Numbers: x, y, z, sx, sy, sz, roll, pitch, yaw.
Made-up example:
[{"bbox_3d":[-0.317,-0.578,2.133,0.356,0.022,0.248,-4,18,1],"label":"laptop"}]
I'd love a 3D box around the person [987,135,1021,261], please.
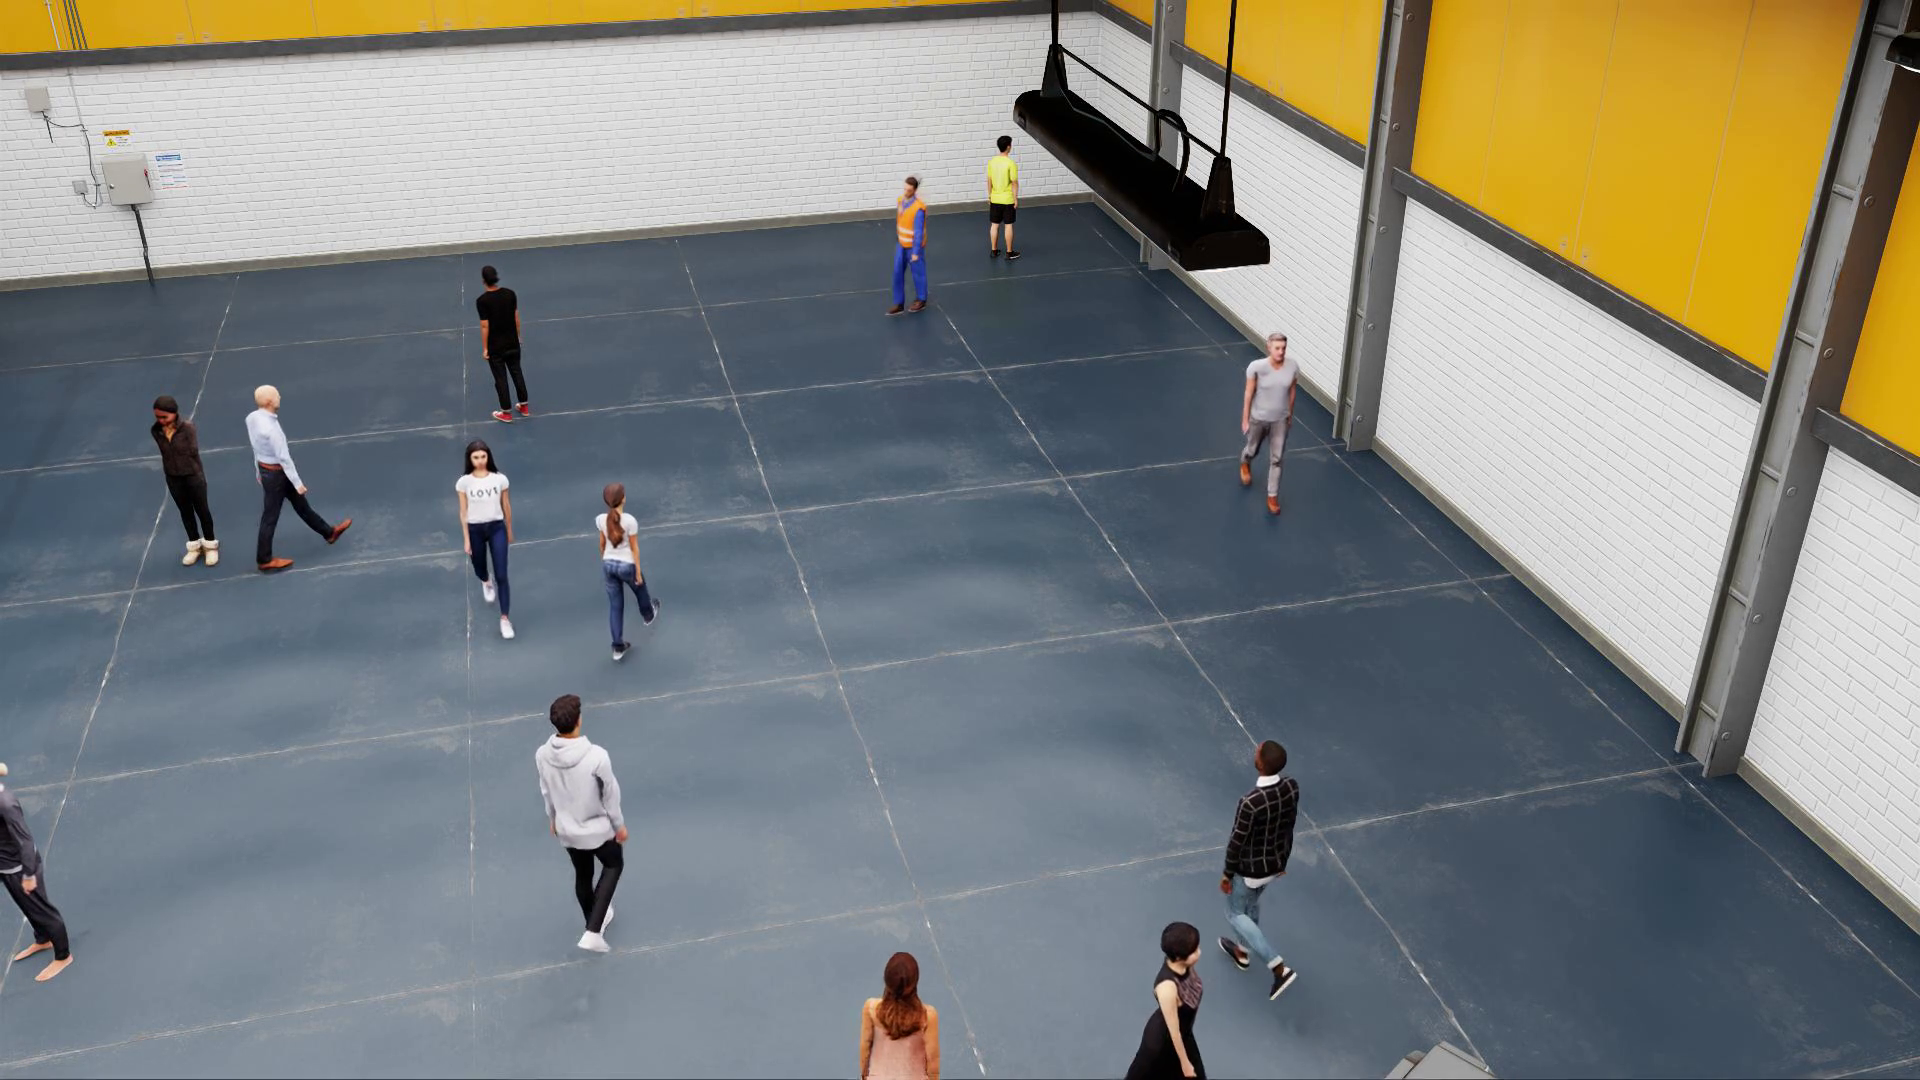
[{"bbox_3d":[0.593,-4.742,23.013,0.687,1.708,0.750,16,33,27],"label":"person"}]

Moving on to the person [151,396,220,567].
[{"bbox_3d":[-7.196,-0.588,15.448,0.681,1.660,0.622,-7,29,-13],"label":"person"}]

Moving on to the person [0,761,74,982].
[{"bbox_3d":[-6.013,2.022,10.594,0.643,1.726,0.744,22,36,35],"label":"person"}]

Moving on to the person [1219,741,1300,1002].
[{"bbox_3d":[1.910,2.084,10.401,0.884,1.801,1.085,-18,33,-29],"label":"person"}]

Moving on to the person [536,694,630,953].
[{"bbox_3d":[-2.430,1.884,10.647,0.914,1.917,1.011,6,29,11],"label":"person"}]

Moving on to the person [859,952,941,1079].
[{"bbox_3d":[-0.346,2.955,8.789,0.813,1.816,1.026,4,29,7],"label":"person"}]

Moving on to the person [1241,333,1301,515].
[{"bbox_3d":[3.028,-1.235,16.499,0.841,1.789,1.252,-2,29,-4],"label":"person"}]

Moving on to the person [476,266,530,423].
[{"bbox_3d":[-5.020,-2.158,18.225,0.705,1.756,0.707,25,38,38],"label":"person"}]

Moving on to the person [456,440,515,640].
[{"bbox_3d":[-4.108,-0.059,14.388,0.607,1.746,1.064,-8,30,-15],"label":"person"}]

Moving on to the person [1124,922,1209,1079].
[{"bbox_3d":[1.085,2.797,9.349,1.032,1.557,1.041,11,31,20],"label":"person"}]

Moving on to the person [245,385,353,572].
[{"bbox_3d":[-6.353,-0.522,15.244,1.058,1.740,1.228,-20,34,-32],"label":"person"}]

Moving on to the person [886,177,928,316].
[{"bbox_3d":[-0.597,-3.725,21.033,1.013,1.819,0.984,-20,34,-32],"label":"person"}]

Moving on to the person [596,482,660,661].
[{"bbox_3d":[-2.877,0.276,14.009,0.873,1.520,1.120,6,29,10],"label":"person"}]
